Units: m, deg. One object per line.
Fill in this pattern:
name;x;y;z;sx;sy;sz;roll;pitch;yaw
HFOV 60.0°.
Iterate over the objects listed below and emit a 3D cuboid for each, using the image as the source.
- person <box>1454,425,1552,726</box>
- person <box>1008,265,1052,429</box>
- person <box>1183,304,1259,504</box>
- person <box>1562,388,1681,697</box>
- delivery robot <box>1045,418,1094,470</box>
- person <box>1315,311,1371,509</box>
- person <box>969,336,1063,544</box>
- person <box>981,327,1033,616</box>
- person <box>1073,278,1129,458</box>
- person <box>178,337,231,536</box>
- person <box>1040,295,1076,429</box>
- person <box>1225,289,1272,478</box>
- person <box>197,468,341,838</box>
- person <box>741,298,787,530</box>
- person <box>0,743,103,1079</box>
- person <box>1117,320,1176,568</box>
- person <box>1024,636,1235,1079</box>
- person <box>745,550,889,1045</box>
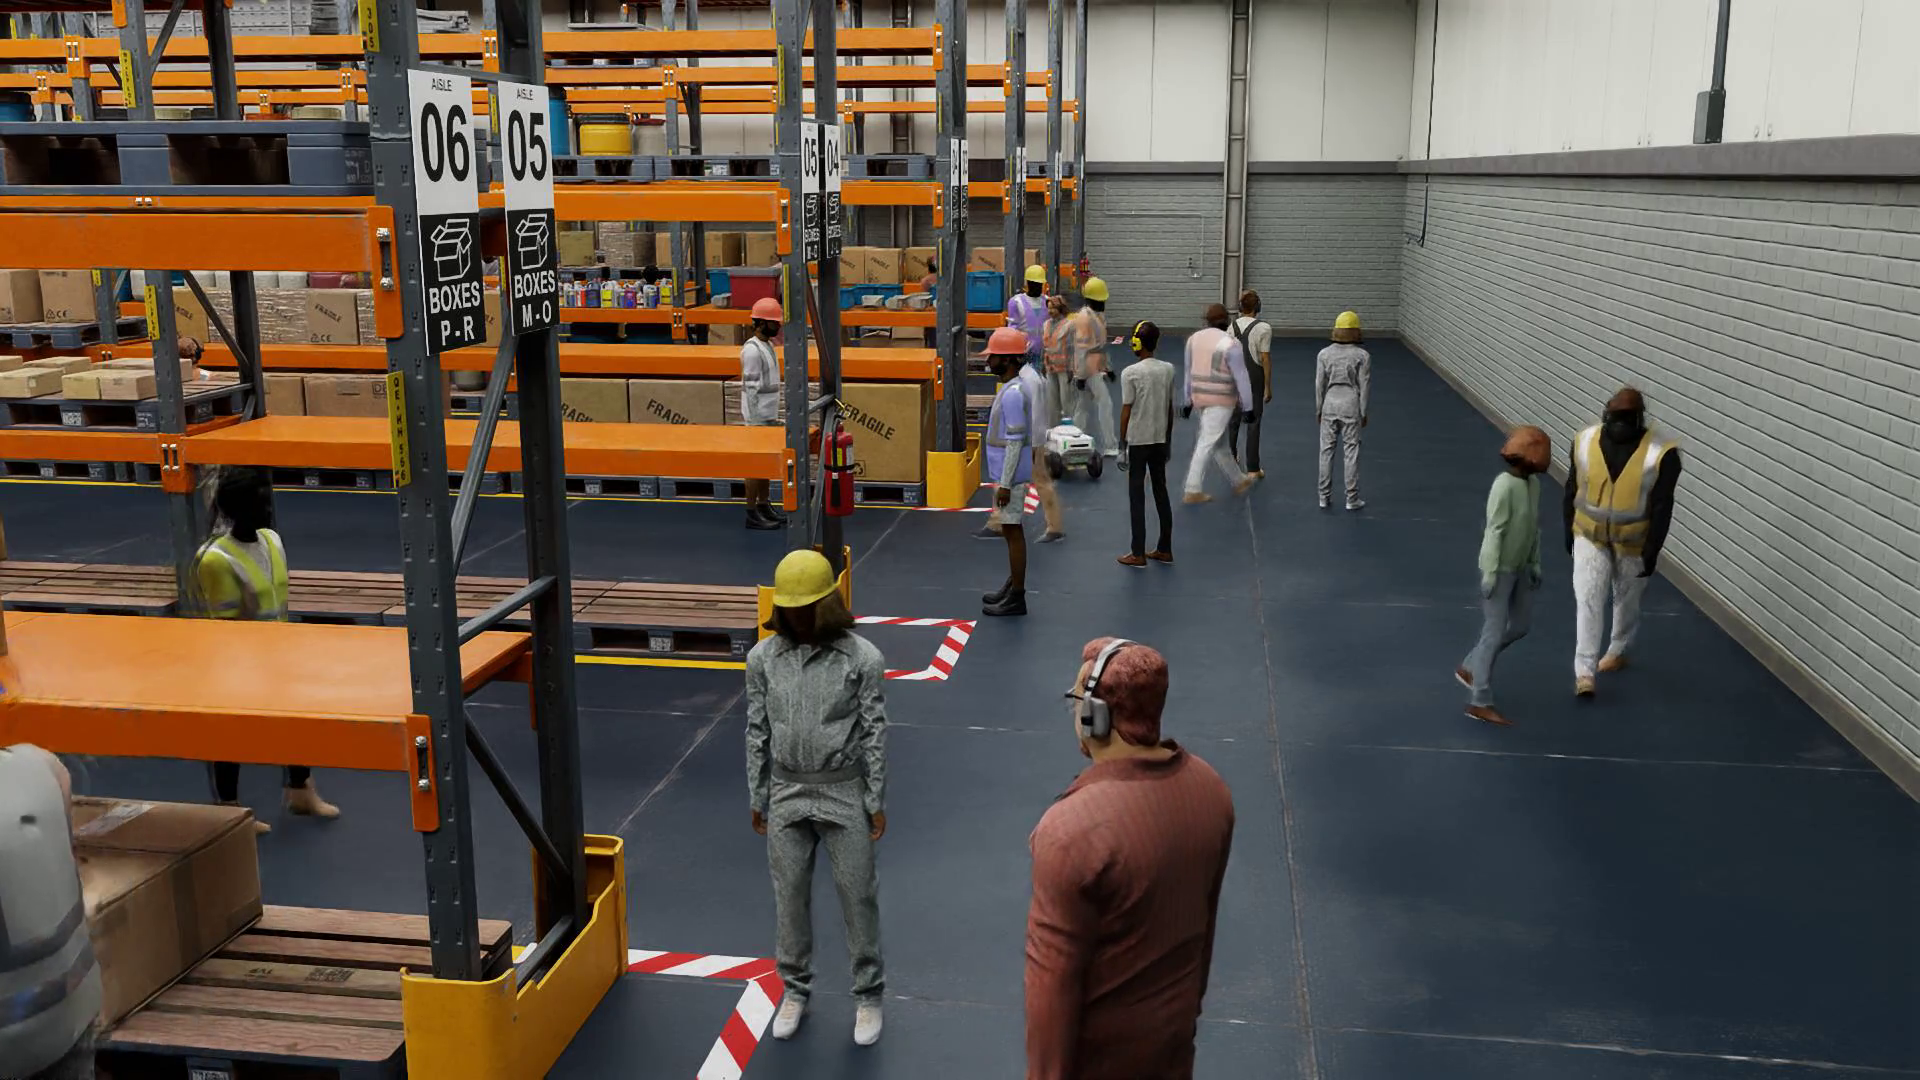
person;2.941;0.163;9.120;0.475;1.611;0.544;12;17;42
person;0.827;-2.164;18.931;0.592;1.918;0.396;-6;14;-24
person;2.378;-1.236;15.040;0.982;1.771;0.677;-8;15;-33
person;3.764;-0.007;9.561;0.631;1.776;0.989;7;14;30
delivery robot;1.052;-0.951;16.334;0.477;0.478;0.707;-4;13;-16
person;3.390;-1.149;14.741;0.487;1.741;0.312;7;14;30
person;0.450;-0.811;13.294;0.832;1.698;0.630;-4;13;-16
person;0.312;-0.454;11.156;0.358;1.938;0.542;1;13;3
person;1.479;-1.766;17.237;0.778;1.876;0.583;2;13;10
person;-6.260;-0.841;13.612;0.513;1.631;0.318;2;13;7
person;1.074;-1.853;18.175;0.317;1.632;0.525;-10;16;-39
person;2.782;-1.504;16.129;0.503;1.839;0.348;9;15;35
person;-3.081;0.518;7.349;0.605;1.679;0.539;3;13;15
person;-1.618;-1.049;13.871;0.387;1.929;0.543;3;13;11
person;-2.345;1.146;3.972;0.618;1.925;0.611;2;13;8
person;1.406;-0.720;12.553;0.511;1.859;0.332;-7;15;-30
person;0.361;1.160;3.976;0.404;1.899;0.653;11;17;42
person;-0.488;0.873;5.637;0.494;1.730;0.324;2;13;9
